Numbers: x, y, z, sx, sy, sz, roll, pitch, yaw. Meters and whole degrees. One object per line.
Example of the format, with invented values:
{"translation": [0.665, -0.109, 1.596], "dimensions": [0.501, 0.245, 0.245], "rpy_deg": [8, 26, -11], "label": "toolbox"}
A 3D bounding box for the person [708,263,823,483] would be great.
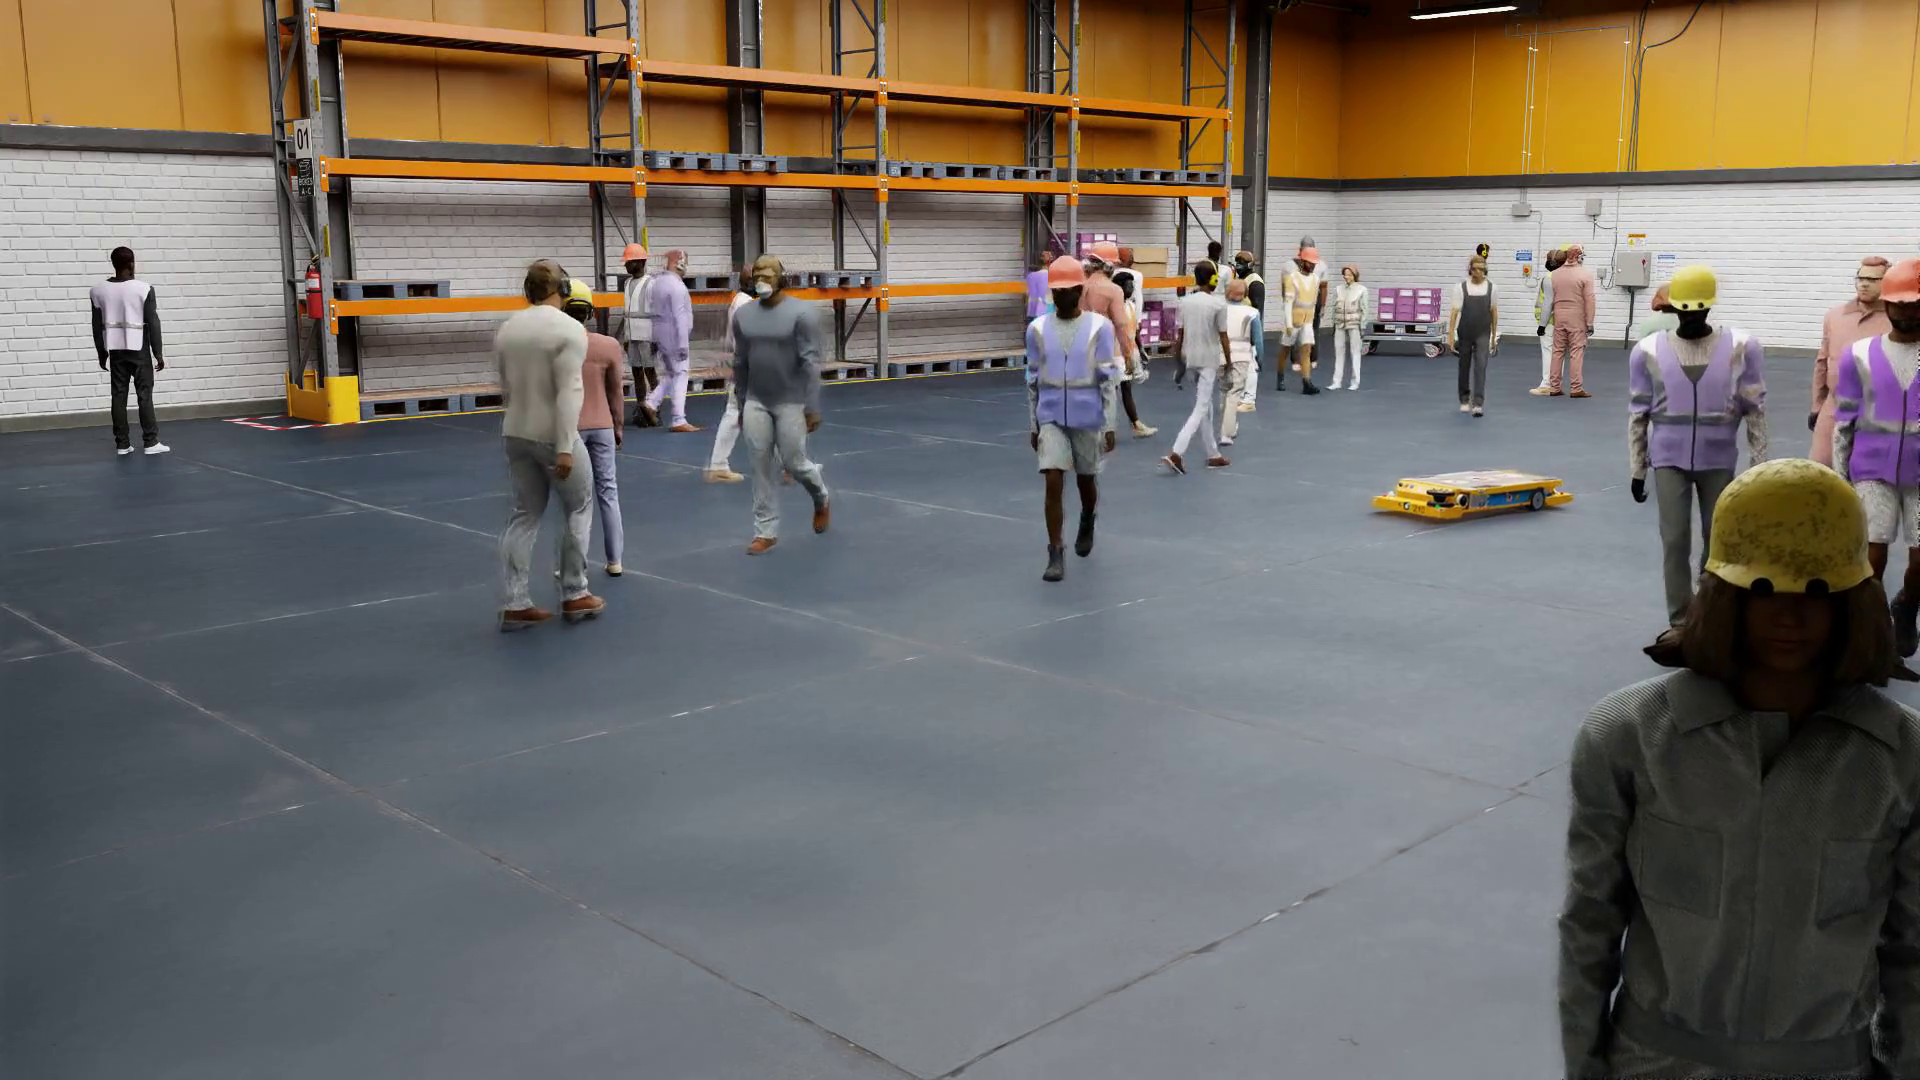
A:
{"translation": [-1.639, -1.344, 13.553], "dimensions": [0.947, 1.790, 0.652], "rpy_deg": [-1, 10, -7], "label": "person"}

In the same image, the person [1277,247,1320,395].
{"translation": [4.364, -2.817, 21.396], "dimensions": [0.562, 1.870, 1.014], "rpy_deg": [-4, 11, -20], "label": "person"}

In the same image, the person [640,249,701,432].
{"translation": [-2.997, -2.041, 17.131], "dimensions": [0.525, 1.876, 0.721], "rpy_deg": [-6, 12, -31], "label": "person"}

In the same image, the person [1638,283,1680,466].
{"translation": [6.054, -1.396, 14.322], "dimensions": [0.500, 1.622, 0.343], "rpy_deg": [1, 10, 5], "label": "person"}

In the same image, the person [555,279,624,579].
{"translation": [-2.232, -0.640, 9.783], "dimensions": [0.529, 1.767, 0.329], "rpy_deg": [-7, 12, -32], "label": "person"}

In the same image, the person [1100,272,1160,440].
{"translation": [1.663, -1.821, 16.499], "dimensions": [0.875, 1.650, 0.542], "rpy_deg": [6, 12, 30], "label": "person"}

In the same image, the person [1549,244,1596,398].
{"translation": [7.668, -2.735, 20.825], "dimensions": [0.409, 1.909, 0.642], "rpy_deg": [-8, 13, -36], "label": "person"}

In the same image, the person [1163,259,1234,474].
{"translation": [2.057, -1.483, 14.219], "dimensions": [0.943, 1.833, 0.532], "rpy_deg": [-10, 14, -43], "label": "person"}

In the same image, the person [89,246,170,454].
{"translation": [-7.684, -1.742, 15.380], "dimensions": [0.600, 1.916, 0.377], "rpy_deg": [0, 10, -2], "label": "person"}

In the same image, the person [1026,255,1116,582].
{"translation": [0.673, -0.747, 9.984], "dimensions": [0.556, 1.910, 0.820], "rpy_deg": [2, 11, 12], "label": "person"}

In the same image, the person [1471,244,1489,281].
{"translation": [9.481, -4.460, 30.333], "dimensions": [0.328, 1.870, 0.521], "rpy_deg": [-1, 10, -8], "label": "person"}

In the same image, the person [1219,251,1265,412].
{"translation": [3.242, -2.395, 19.144], "dimensions": [0.429, 1.844, 0.632], "rpy_deg": [-3, 11, -17], "label": "person"}

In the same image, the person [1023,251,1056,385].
{"translation": [1.220, -3.029, 22.719], "dimensions": [0.989, 1.793, 0.574], "rpy_deg": [-9, 14, -40], "label": "person"}

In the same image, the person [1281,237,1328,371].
{"translation": [5.193, -3.587, 25.104], "dimensions": [0.699, 2.000, 0.996], "rpy_deg": [3, 11, 14], "label": "person"}

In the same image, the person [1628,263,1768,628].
{"translation": [3.574, -0.393, 8.095], "dimensions": [0.648, 1.889, 0.670], "rpy_deg": [5, 11, 25], "label": "person"}

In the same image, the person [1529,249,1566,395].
{"translation": [7.533, -2.768, 21.178], "dimensions": [0.428, 1.846, 0.626], "rpy_deg": [10, 14, 42], "label": "person"}

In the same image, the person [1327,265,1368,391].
{"translation": [5.086, -2.775, 21.775], "dimensions": [0.518, 1.638, 0.309], "rpy_deg": [9, 14, 41], "label": "person"}

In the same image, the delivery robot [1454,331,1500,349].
{"translation": [8.658, -3.397, 27.868], "dimensions": [0.707, 0.478, 0.477], "rpy_deg": [6, 12, 30], "label": "delivery robot"}

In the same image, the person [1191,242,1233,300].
{"translation": [3.761, -3.425, 24.537], "dimensions": [0.609, 1.912, 0.999], "rpy_deg": [6, 12, 29], "label": "person"}

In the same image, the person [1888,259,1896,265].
{"translation": [9.949, -2.151, 18.022], "dimensions": [0.524, 1.769, 0.325], "rpy_deg": [-4, 11, -23], "label": "person"}

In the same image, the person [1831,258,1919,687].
{"translation": [4.266, -0.310, 7.560], "dimensions": [0.574, 1.923, 0.587], "rpy_deg": [6, 12, 29], "label": "person"}

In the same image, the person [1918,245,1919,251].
{"translation": [10.577, -2.356, 18.423], "dimensions": [0.632, 2.028, 0.585], "rpy_deg": [-7, 13, -35], "label": "person"}

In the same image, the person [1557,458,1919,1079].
{"translation": [1.054, 0.753, 2.249], "dimensions": [0.487, 1.744, 0.313], "rpy_deg": [3, 11, 17], "label": "person"}

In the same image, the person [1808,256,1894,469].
{"translation": [5.610, -0.813, 10.362], "dimensions": [0.426, 1.895, 0.667], "rpy_deg": [-7, 13, -34], "label": "person"}

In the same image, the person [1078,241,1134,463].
{"translation": [1.286, -1.655, 14.777], "dimensions": [0.696, 1.968, 0.628], "rpy_deg": [-7, 13, -35], "label": "person"}

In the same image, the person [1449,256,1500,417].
{"translation": [5.773, -2.289, 18.722], "dimensions": [0.527, 1.791, 0.985], "rpy_deg": [2, 11, 13], "label": "person"}

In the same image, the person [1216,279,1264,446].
{"translation": [2.694, -1.737, 16.223], "dimensions": [0.539, 1.586, 0.856], "rpy_deg": [5, 12, 25], "label": "person"}

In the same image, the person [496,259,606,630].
{"translation": [-2.166, -0.497, 8.638], "dimensions": [0.646, 1.892, 0.732], "rpy_deg": [6, 12, 29], "label": "person"}

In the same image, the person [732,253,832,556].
{"translation": [-1.139, -0.883, 10.718], "dimensions": [0.641, 1.922, 0.730], "rpy_deg": [5, 11, 23], "label": "person"}

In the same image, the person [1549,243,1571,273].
{"translation": [9.924, -3.934, 27.412], "dimensions": [0.636, 1.882, 0.483], "rpy_deg": [-1, 10, -3], "label": "person"}

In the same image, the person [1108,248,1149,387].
{"translation": [2.242, -2.974, 22.291], "dimensions": [0.606, 1.841, 0.924], "rpy_deg": [6, 12, 29], "label": "person"}

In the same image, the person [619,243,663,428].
{"translation": [-3.383, -2.147, 17.535], "dimensions": [0.551, 1.935, 0.375], "rpy_deg": [10, 14, 42], "label": "person"}

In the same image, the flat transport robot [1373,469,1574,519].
{"translation": [3.809, -0.354, 12.306], "dimensions": [1.431, 0.197, 0.652], "rpy_deg": [-7, 12, -32], "label": "flat transport robot"}
